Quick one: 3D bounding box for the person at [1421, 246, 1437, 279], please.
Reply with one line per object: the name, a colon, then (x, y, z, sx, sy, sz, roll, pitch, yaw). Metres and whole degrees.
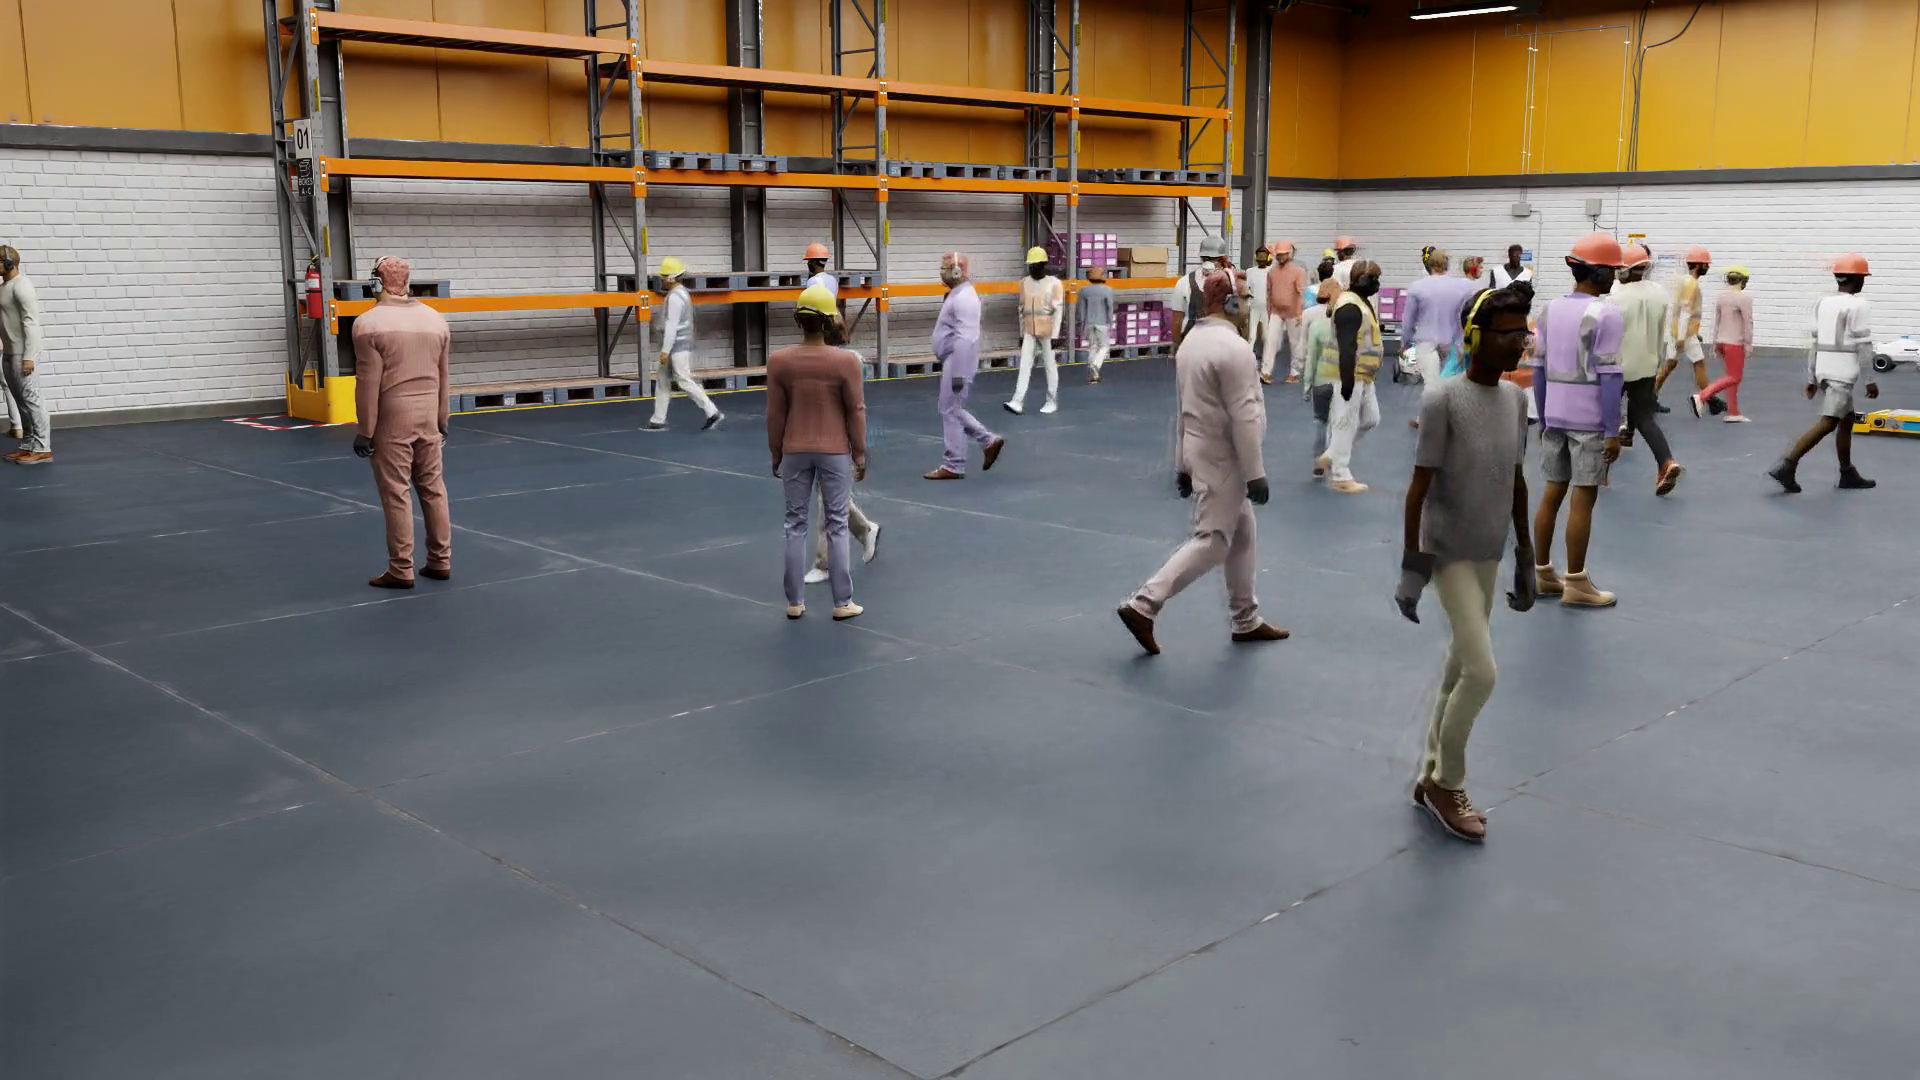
person: (7.015, -3.455, 24.882, 0.510, 1.860, 0.315, -9, 14, -42)

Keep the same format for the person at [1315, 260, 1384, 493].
person: (3.110, -1.285, 13.129, 0.432, 1.831, 0.679, 5, 11, 23)

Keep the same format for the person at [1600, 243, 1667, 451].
person: (6.274, -1.796, 15.589, 0.628, 1.945, 0.467, 1, 10, 8)

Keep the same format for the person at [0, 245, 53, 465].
person: (-8.350, -1.641, 14.769, 0.353, 1.937, 0.635, -10, 15, -44)

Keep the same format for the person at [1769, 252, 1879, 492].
person: (6.868, -1.314, 13.121, 0.951, 1.903, 0.554, -1, 10, -5)

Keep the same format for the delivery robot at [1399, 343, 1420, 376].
delivery robot: (6.183, -2.434, 22.615, 0.477, 0.478, 0.707, 1, 10, 7)

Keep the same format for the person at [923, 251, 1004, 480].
person: (0.017, -1.434, 13.756, 0.588, 1.891, 0.663, 0, 10, -1)

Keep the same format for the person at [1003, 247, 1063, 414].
person: (0.843, -2.336, 18.694, 0.617, 1.880, 0.945, 7, 12, 33)

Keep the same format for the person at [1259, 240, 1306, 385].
person: (4.379, -3.074, 22.553, 0.629, 1.938, 1.004, 7, 13, 34)

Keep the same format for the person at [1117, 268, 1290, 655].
person: (1.206, -0.377, 8.066, 0.887, 1.872, 0.641, -2, 11, -8)

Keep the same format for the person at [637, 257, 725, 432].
person: (-2.874, -1.994, 17.075, 0.853, 1.805, 0.587, -2, 11, -10)

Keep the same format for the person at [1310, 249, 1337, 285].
person: (6.027, -3.855, 27.244, 0.582, 1.778, 0.909, 3, 11, 16)

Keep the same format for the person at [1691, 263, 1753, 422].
person: (8.240, -2.110, 17.900, 0.674, 1.726, 0.527, -1, 10, -6)

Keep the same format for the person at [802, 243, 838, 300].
person: (-1.542, -2.249, 18.090, 0.361, 1.935, 0.553, 4, 11, 21)

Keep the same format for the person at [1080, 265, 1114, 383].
person: (1.852, -2.938, 22.708, 0.508, 1.619, 0.453, 5, 12, 27)

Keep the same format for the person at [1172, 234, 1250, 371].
person: (2.220, -1.678, 14.696, 0.687, 2.000, 0.535, 0, 10, 2)

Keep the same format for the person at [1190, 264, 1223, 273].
person: (3.410, -3.070, 22.708, 0.671, 1.887, 0.502, 4, 11, 20)

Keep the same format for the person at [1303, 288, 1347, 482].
person: (3.070, -1.248, 13.574, 0.514, 1.592, 0.699, 3, 11, 14)

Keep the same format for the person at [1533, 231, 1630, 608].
person: (3.410, -0.655, 9.110, 0.391, 2.040, 0.615, -4, 11, -19)

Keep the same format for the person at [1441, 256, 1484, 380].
person: (5.799, -2.361, 19.112, 0.989, 1.796, 0.579, -1, 10, -5)

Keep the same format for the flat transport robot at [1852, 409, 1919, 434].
flat transport robot: (9.794, -1.162, 16.709, 0.652, 0.197, 1.431, -10, 14, -44)

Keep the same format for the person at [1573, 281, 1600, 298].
person: (6.342, -1.936, 16.987, 0.503, 1.716, 0.736, 0, 10, 0)

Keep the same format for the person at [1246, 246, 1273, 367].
person: (4.394, -3.347, 24.279, 0.533, 1.864, 0.311, 2, 11, 10)

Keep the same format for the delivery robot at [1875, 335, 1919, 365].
delivery robot: (13.928, -2.788, 24.546, 0.707, 0.478, 0.477, 8, 13, 38)

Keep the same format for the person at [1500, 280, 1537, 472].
person: (4.274, -1.174, 12.914, 0.555, 1.673, 0.568, 6, 12, 29)

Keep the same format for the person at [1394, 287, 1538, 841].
person: (1.748, 0.087, 5.587, 0.562, 1.851, 0.572, -7, 13, -34)

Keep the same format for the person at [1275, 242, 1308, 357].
person: (5.561, -4.049, 28.005, 0.636, 1.910, 0.914, 6, 12, 32)

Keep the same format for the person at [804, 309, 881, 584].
person: (-0.707, -0.578, 9.864, 0.526, 1.616, 0.726, 9, 14, 41)

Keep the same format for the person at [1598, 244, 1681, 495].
person: (5.294, -1.332, 13.035, 0.616, 1.964, 0.892, -2, 11, -13)

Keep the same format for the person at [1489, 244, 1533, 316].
person: (7.712, -3.204, 23.383, 0.619, 1.904, 0.494, 1, 10, 6)

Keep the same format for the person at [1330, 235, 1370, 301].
person: (5.123, -2.978, 21.819, 0.653, 2.027, 0.631, -5, 12, -27)

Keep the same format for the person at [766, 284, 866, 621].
person: (-0.749, -0.452, 8.758, 0.533, 1.768, 0.310, 2, 11, 10)

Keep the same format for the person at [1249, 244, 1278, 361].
person: (4.939, -3.852, 26.993, 0.544, 1.889, 0.807, 2, 11, 8)

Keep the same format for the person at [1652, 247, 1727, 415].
person: (8.286, -2.355, 18.816, 0.988, 1.882, 0.550, 2, 11, 12)

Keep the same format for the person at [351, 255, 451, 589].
person: (-3.235, -0.676, 9.596, 0.401, 1.907, 0.646, 6, 12, 31)

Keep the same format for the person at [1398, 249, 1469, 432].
person: (4.769, -1.964, 16.718, 0.621, 1.892, 1.037, -2, 11, -11)

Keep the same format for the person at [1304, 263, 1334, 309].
person: (4.638, -2.708, 21.296, 0.562, 1.671, 0.387, -1, 10, -8)

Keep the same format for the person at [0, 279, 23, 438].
person: (-9.591, -1.901, 16.452, 0.429, 1.842, 0.636, 6, 12, 28)

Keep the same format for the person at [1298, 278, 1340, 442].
person: (3.468, -1.668, 15.775, 0.514, 1.616, 0.414, 2, 11, 10)
